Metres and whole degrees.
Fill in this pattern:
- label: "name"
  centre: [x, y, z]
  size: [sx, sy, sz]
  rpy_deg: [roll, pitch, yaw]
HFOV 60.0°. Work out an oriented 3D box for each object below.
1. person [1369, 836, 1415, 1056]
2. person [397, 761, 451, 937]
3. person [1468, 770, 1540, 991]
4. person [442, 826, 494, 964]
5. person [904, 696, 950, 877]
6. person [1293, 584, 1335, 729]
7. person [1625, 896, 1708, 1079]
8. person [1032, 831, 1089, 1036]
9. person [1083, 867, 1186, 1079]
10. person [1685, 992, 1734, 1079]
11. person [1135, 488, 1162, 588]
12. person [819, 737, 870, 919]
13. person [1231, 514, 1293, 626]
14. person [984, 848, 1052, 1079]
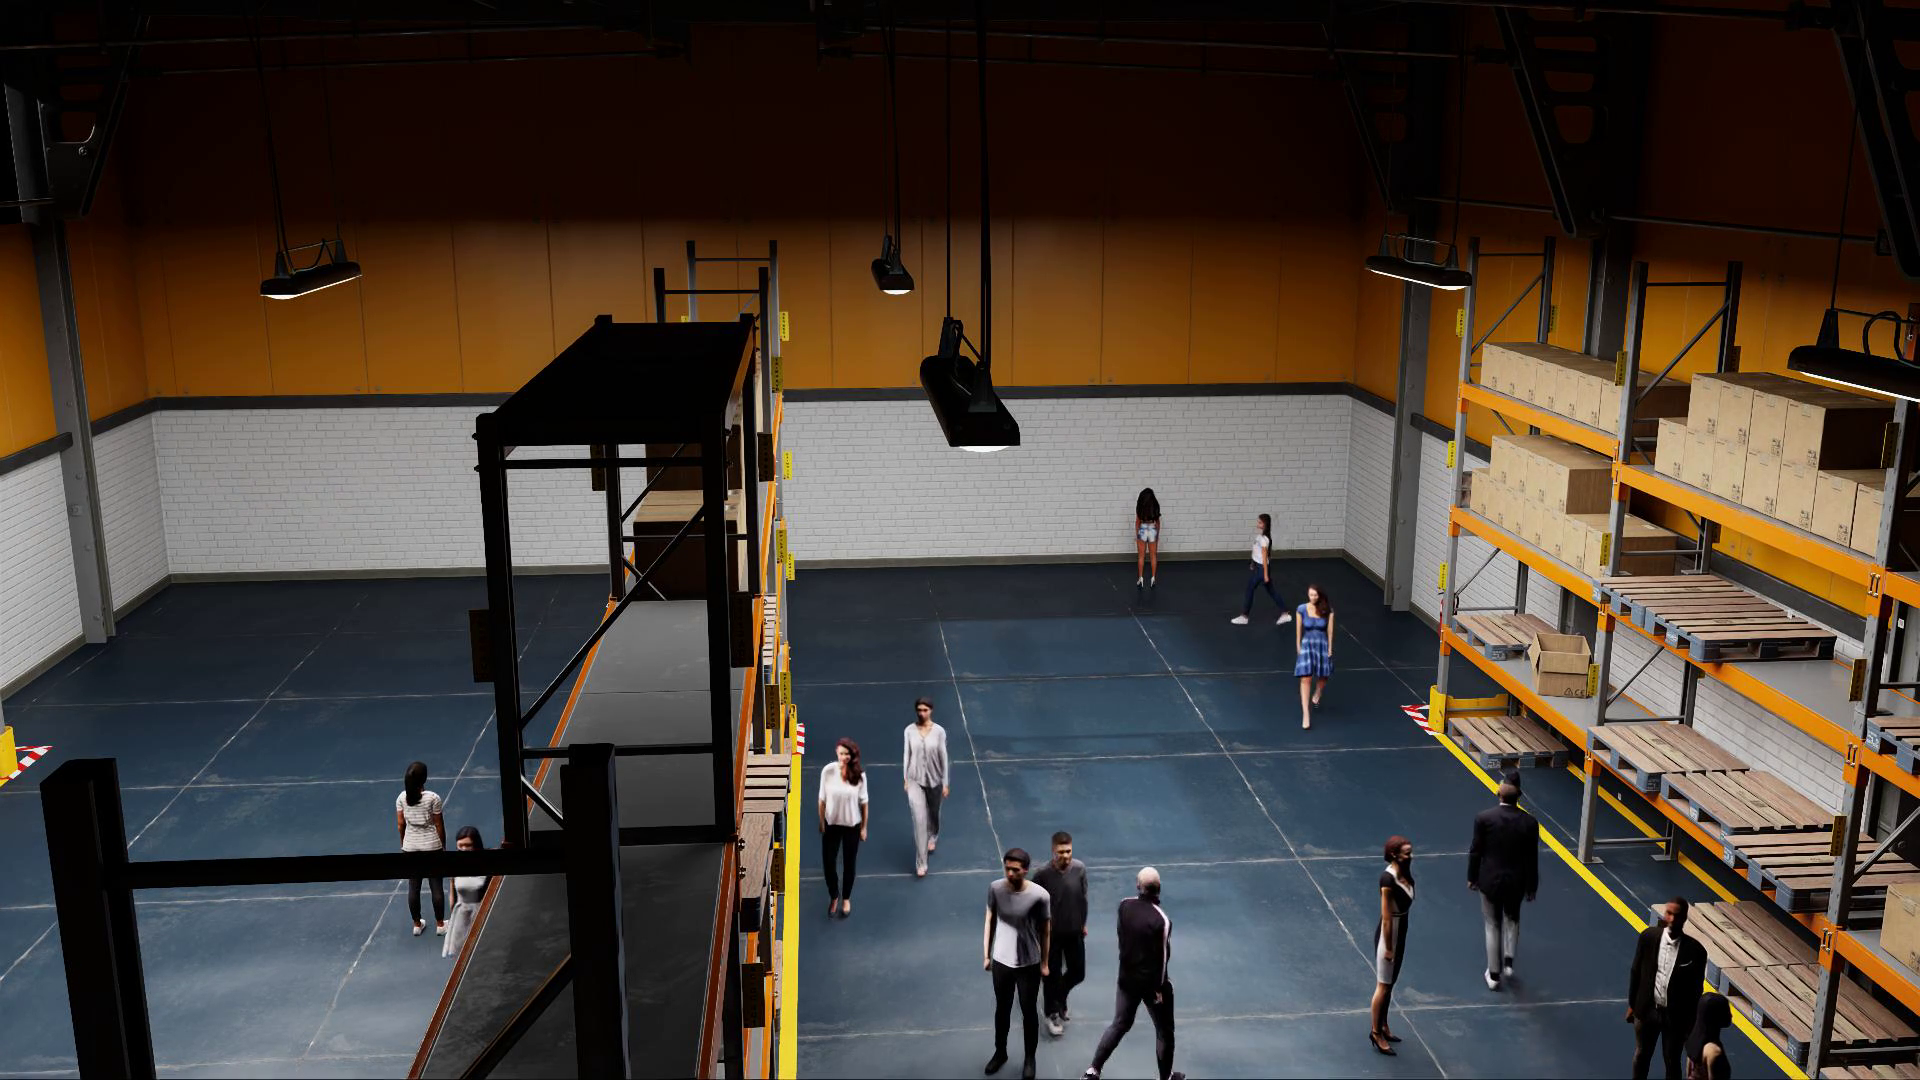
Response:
- label: "person"
  centre: [3.425, 3.195, 13.223]
  size: [0.716, 1.795, 0.604]
  rpy_deg: [7, 15, 27]
- label: "person"
  centre: [-4.897, 2.802, 15.164]
  size: [0.590, 1.645, 0.548]
  rpy_deg: [0, 14, 2]
- label: "person"
  centre: [4.614, 2.909, 14.090]
  size: [0.794, 1.944, 0.746]
  rpy_deg: [2, 14, 10]
- label: "person"
  centre: [-3.920, 3.137, 13.574]
  size: [0.642, 1.743, 1.030]
  rpy_deg: [-2, 14, -8]
- label: "person"
  centre: [-0.324, 2.403, 16.623]
  size: [0.709, 1.734, 1.109]
  rpy_deg: [1, 14, 3]
- label: "person"
  centre: [4.408, 1.411, 20.629]
  size: [0.853, 1.778, 1.151]
  rpy_deg: [3, 14, 12]
- label: "person"
  centre: [5.141, 3.451, 12.159]
  size: [0.729, 1.799, 0.791]
  rpy_deg: [11, 18, 39]
- label: "person"
  centre: [0.789, 3.146, 13.529]
  size: [0.730, 1.746, 0.745]
  rpy_deg: [-4, 14, -15]
- label: "person"
  centre: [1.300, 3.368, 12.494]
  size: [1.155, 1.802, 1.124]
  rpy_deg: [-13, 19, -42]
- label: "person"
  centre: [4.853, 3.774, 10.877]
  size: [0.768, 1.773, 0.659]
  rpy_deg: [1, 14, 4]
- label: "person"
  centre: [3.040, -0.048, 26.976]
  size: [0.554, 1.626, 0.547]
  rpy_deg: [-1, 14, -3]
- label: "person"
  centre: [-1.086, 2.649, 15.511]
  size: [0.639, 1.780, 0.622]
  rpy_deg: [0, 14, 0]
- label: "person"
  centre: [4.562, 0.476, 24.595]
  size: [1.006, 1.727, 1.170]
  rpy_deg: [4, 14, 18]
- label: "person"
  centre: [0.446, 3.248, 12.863]
  size: [0.741, 1.863, 0.685]
  rpy_deg: [4, 14, 17]
